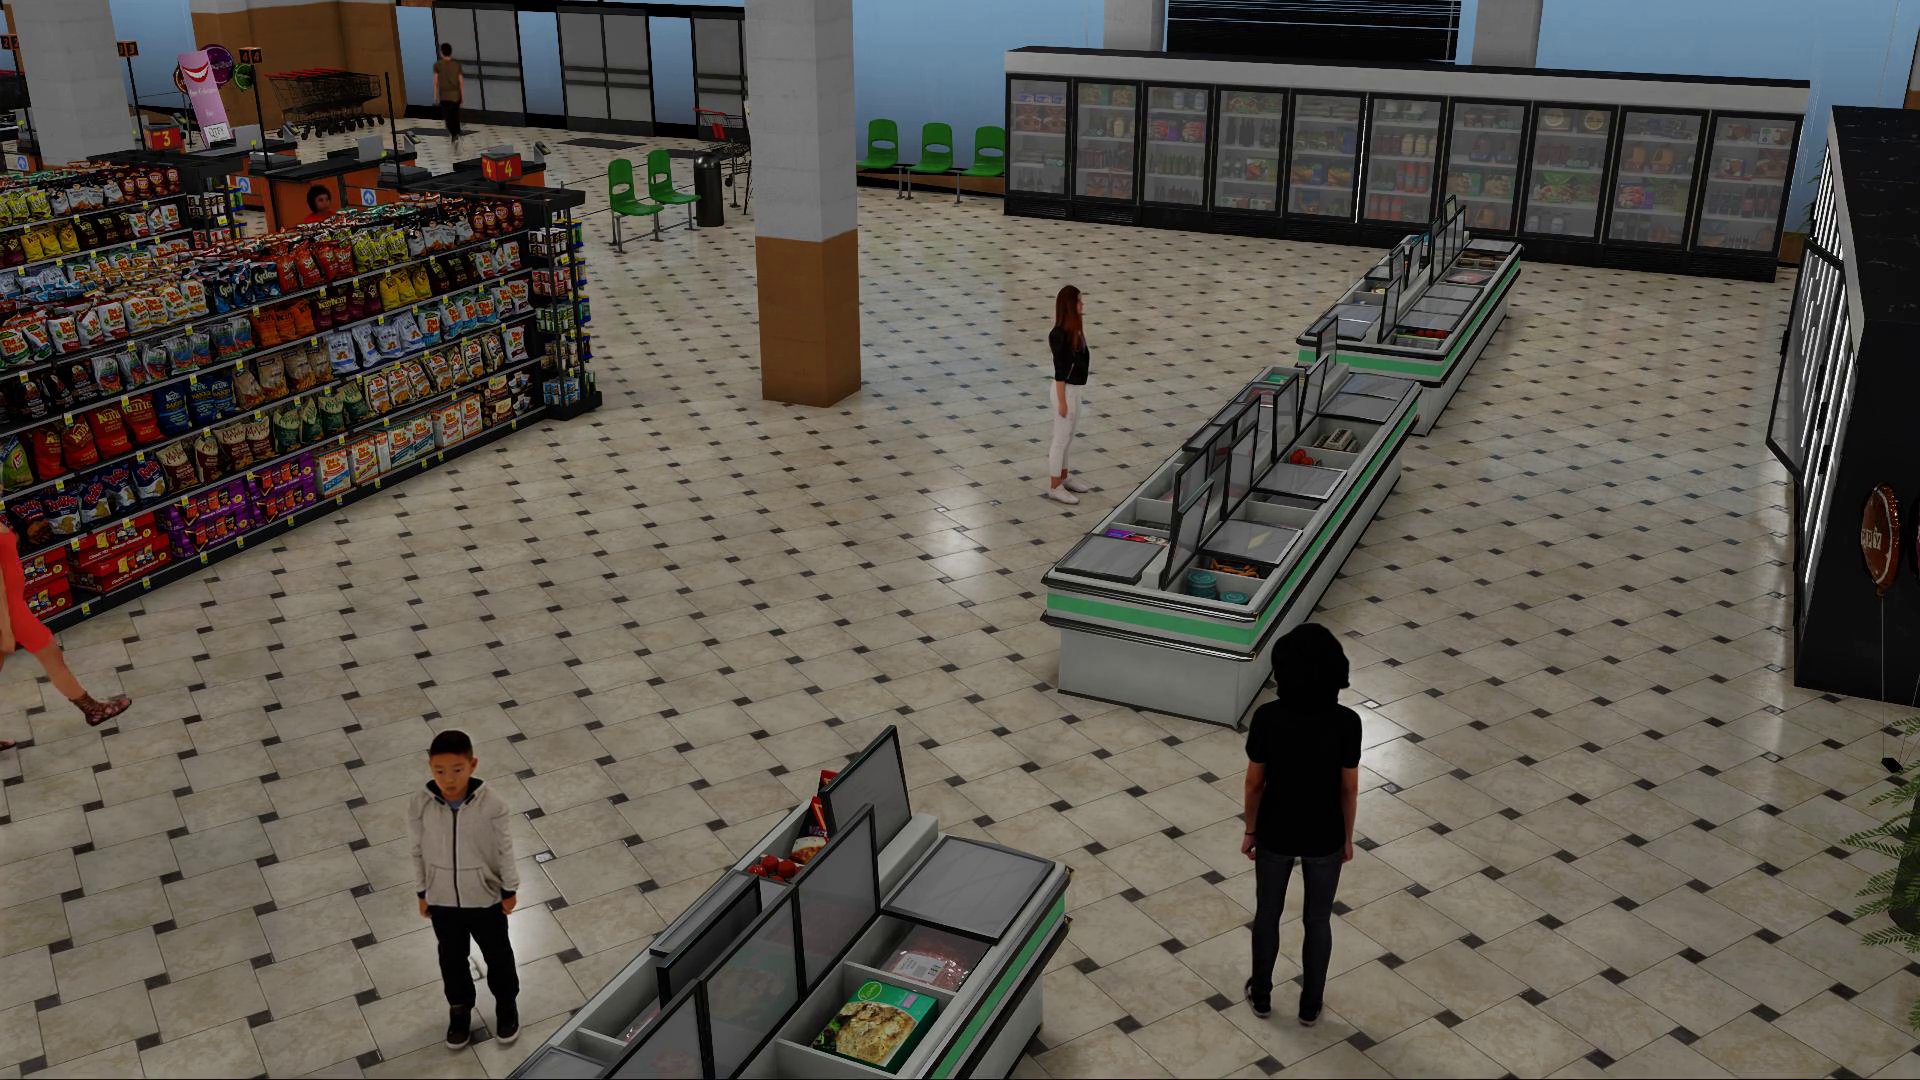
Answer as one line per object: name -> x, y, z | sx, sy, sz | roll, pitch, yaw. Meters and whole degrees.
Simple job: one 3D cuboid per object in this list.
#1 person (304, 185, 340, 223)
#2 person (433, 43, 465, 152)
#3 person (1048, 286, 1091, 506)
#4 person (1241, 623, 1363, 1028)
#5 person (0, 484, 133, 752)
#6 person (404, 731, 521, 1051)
person -> -6.468, -2.719, 16.903 | 0.873, 1.706, 1.089 | 17, 27, 36
person -> -9.024, -7.816, 29.430 | 1.225, 1.823, 1.205 | -11, 24, -26
person -> 0.833, -1.152, 13.007 | 0.667, 1.704, 0.477 | 8, 23, 18
person -> 1.421, 1.209, 6.964 | 0.672, 1.829, 0.598 | 5, 22, 12
person -> -5.323, 0.436, 9.107 | 1.193, 1.664, 0.895 | -19, 29, -39
person -> -2.053, 1.434, 6.907 | 0.651, 1.453, 0.665 | -2, 22, -6
